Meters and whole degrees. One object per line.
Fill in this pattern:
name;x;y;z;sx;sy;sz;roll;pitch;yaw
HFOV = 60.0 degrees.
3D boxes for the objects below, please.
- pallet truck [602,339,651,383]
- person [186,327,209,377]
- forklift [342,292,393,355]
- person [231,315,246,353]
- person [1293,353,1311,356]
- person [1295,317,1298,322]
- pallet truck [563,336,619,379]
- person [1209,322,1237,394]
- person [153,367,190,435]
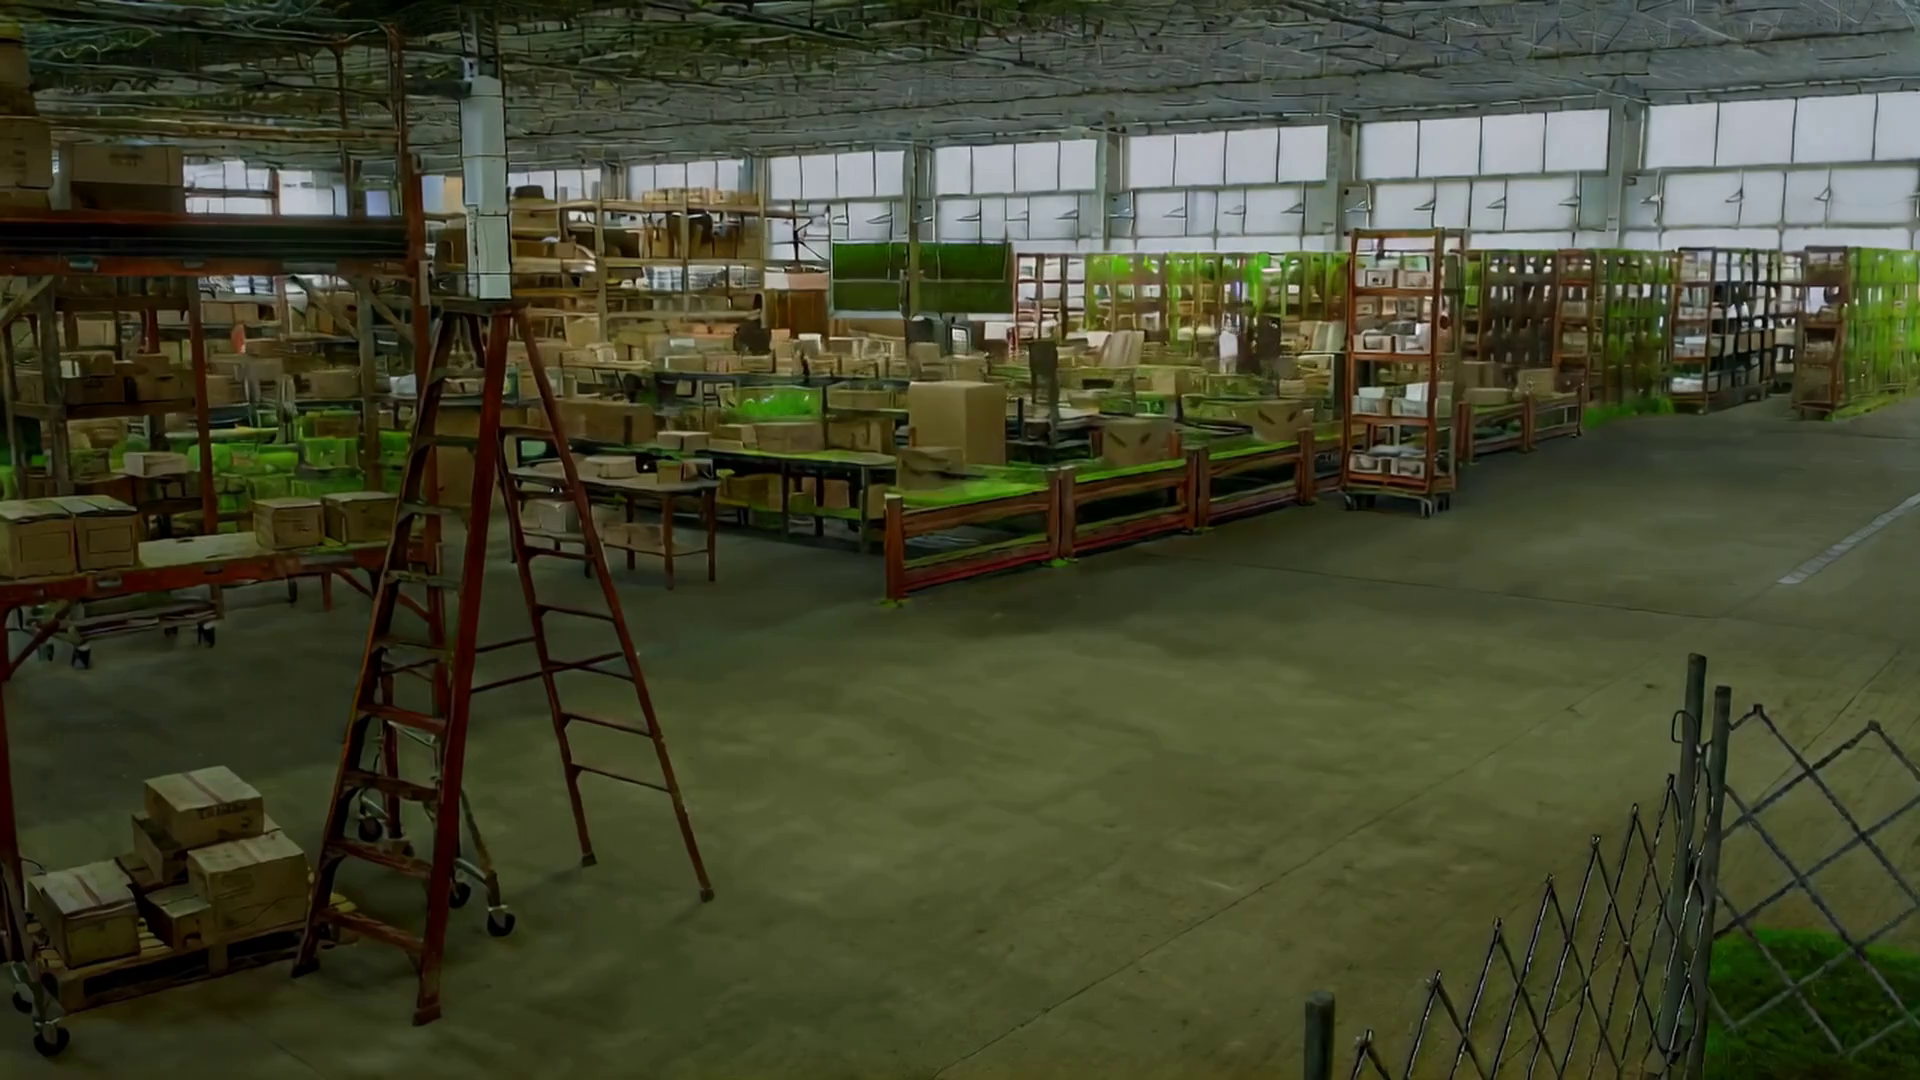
pallet truck;-8.991;-4.871;45.351;0.653;1.274;1.630;7;11;37
person;-20.465;-4.898;44.566;0.715;1.605;0.499;-7;12;-38
forklift;-16.485;-5.622;45.120;1.129;2.768;1.873;7;11;37
person;-19.140;-4.996;44.141;0.372;1.940;0.631;-5;10;-28
person;7.659;-3.749;36.747;0.725;1.808;0.627;7;11;36
person;10.288;-6.052;50.609;0.403;1.986;0.608;7;11;36
pallet truck;-10.690;-5.294;48.215;1.601;1.201;0.680;-5;10;-26
person;6.446;-4.345;40.264;0.643;1.884;0.808;-8;12;-40
person;-11.082;-1.561;23.345;0.525;1.729;0.847;5;10;29
